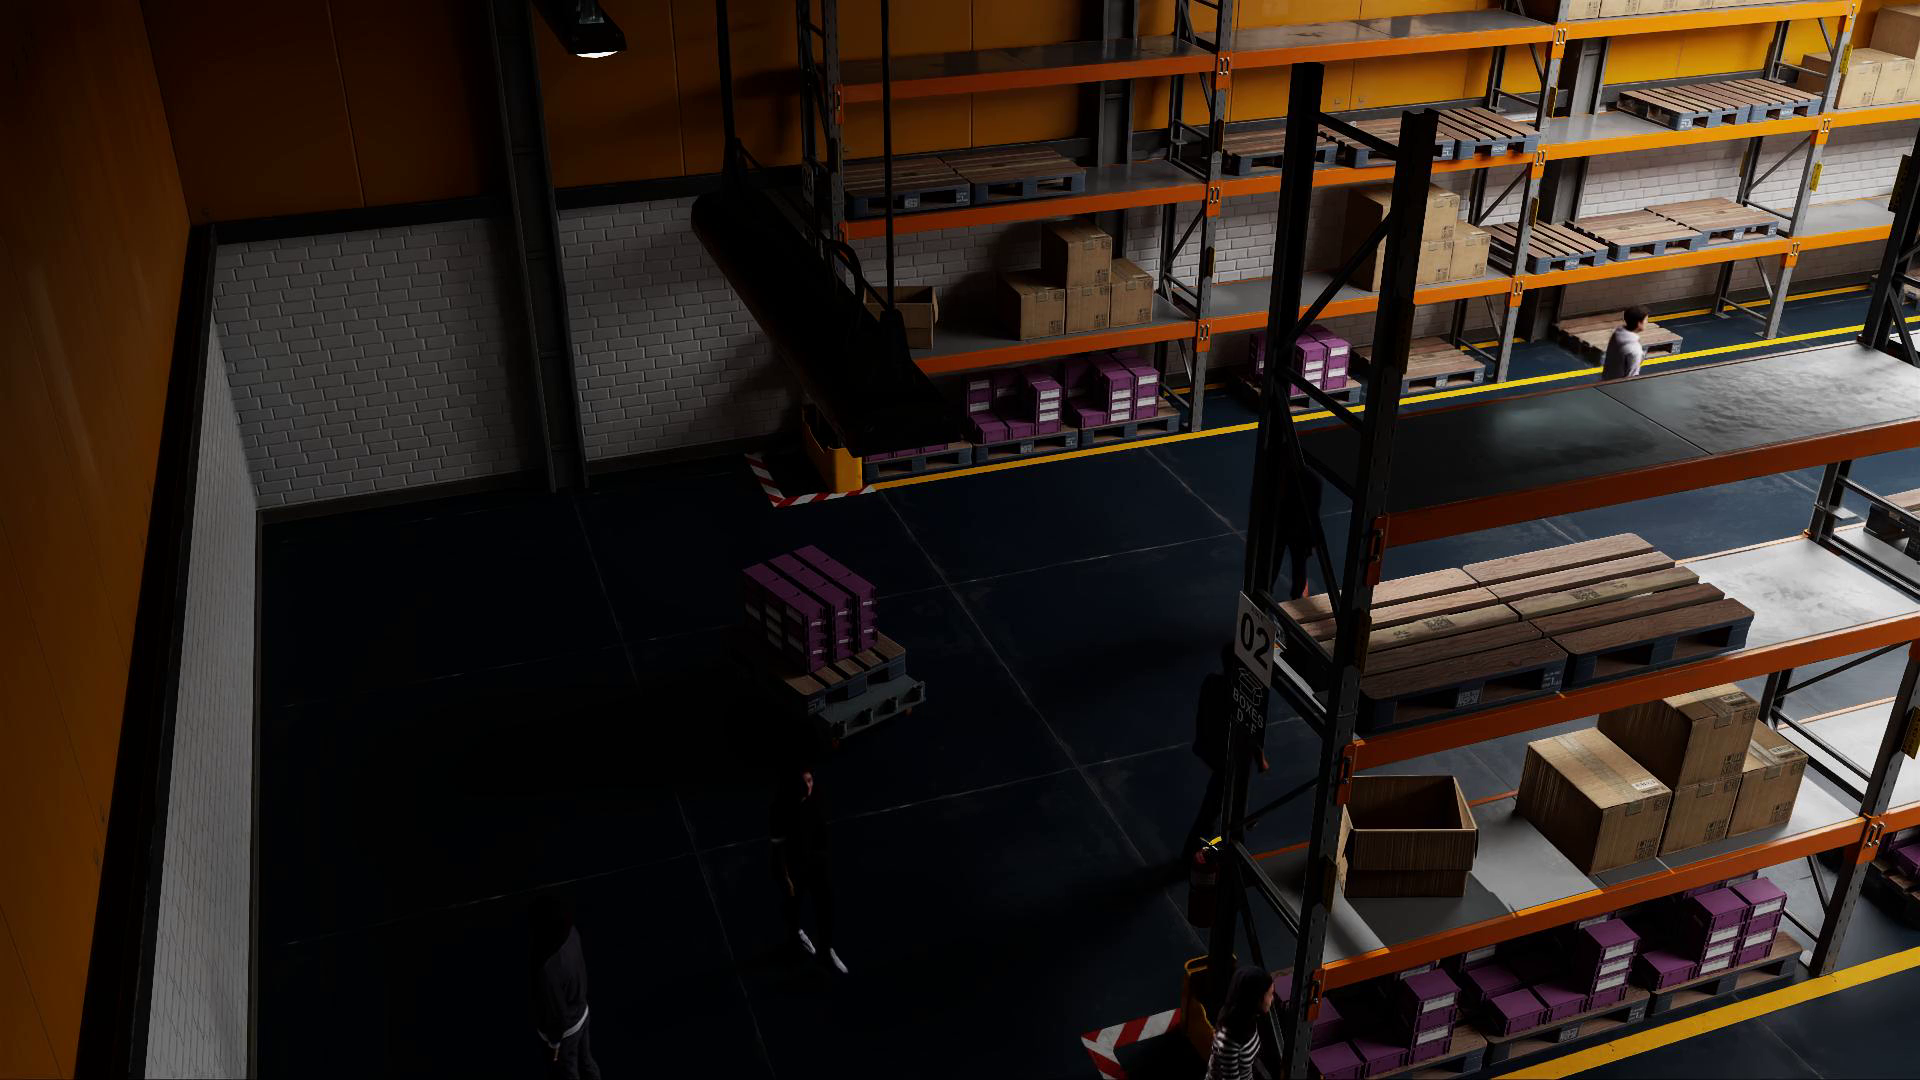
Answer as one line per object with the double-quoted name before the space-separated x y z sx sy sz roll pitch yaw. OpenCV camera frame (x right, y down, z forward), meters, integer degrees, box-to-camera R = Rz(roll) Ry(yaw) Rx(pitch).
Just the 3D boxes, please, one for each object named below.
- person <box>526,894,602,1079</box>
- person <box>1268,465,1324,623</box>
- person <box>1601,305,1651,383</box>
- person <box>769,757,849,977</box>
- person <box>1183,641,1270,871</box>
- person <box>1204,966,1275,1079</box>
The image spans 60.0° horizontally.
"person" -2.216 2.703 9.343 0.668 1.768 0.689 3 29 5
"person" 2.772 -0.003 14.301 1.183 1.771 1.263 14 32 24
"person" 6.541 -1.445 16.800 0.742 1.910 0.704 -8 30 -14
"person" -1.080 2.041 10.715 0.846 1.617 0.841 -24 37 -36
"person" 1.749 1.525 11.488 1.013 1.783 0.738 -14 31 -23
"person" 1.319 2.990 8.861 1.132 1.727 1.164 19 34 31
